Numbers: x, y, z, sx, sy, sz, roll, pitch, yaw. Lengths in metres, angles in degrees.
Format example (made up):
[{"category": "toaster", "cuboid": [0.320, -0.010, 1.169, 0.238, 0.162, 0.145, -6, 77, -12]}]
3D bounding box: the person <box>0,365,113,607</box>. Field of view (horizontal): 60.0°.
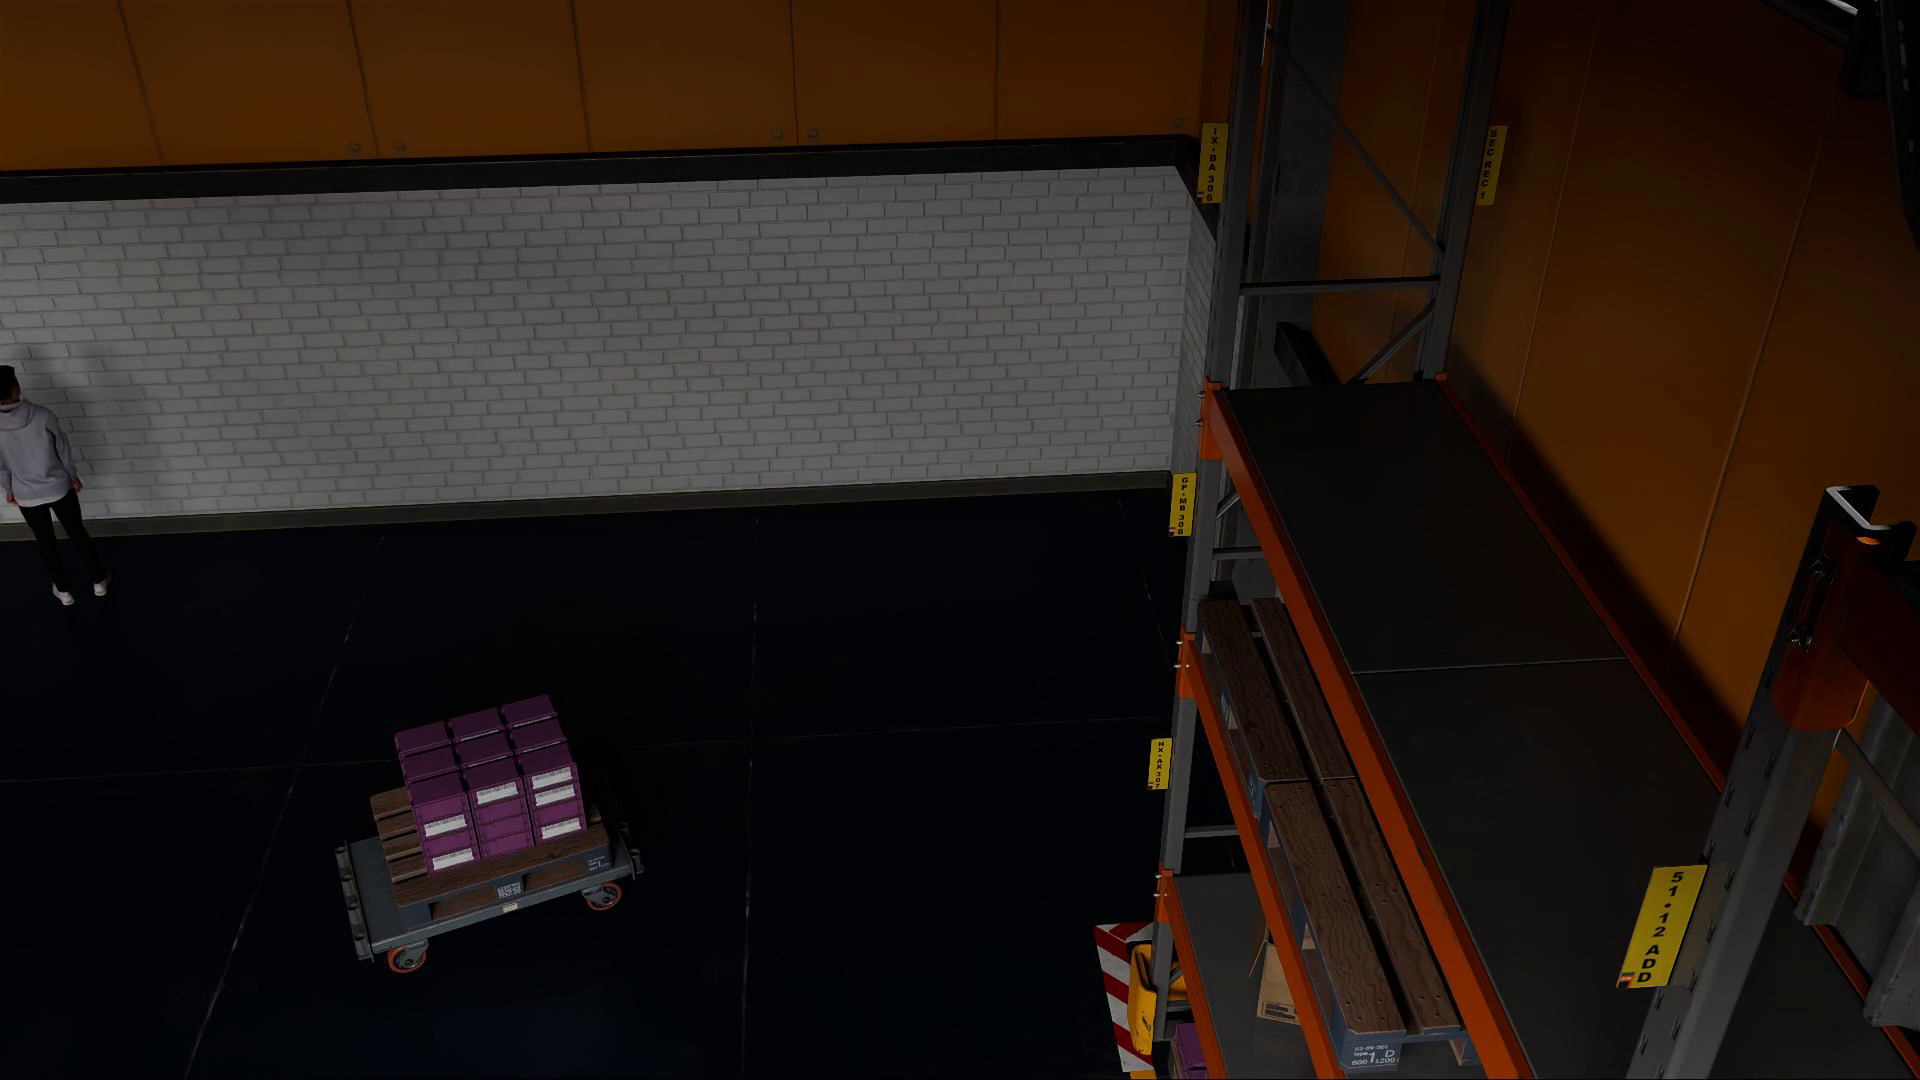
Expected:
[{"category": "person", "cuboid": [-6.734, -0.392, 12.206, 0.756, 1.926, 0.731, -16, 37, -23]}]
